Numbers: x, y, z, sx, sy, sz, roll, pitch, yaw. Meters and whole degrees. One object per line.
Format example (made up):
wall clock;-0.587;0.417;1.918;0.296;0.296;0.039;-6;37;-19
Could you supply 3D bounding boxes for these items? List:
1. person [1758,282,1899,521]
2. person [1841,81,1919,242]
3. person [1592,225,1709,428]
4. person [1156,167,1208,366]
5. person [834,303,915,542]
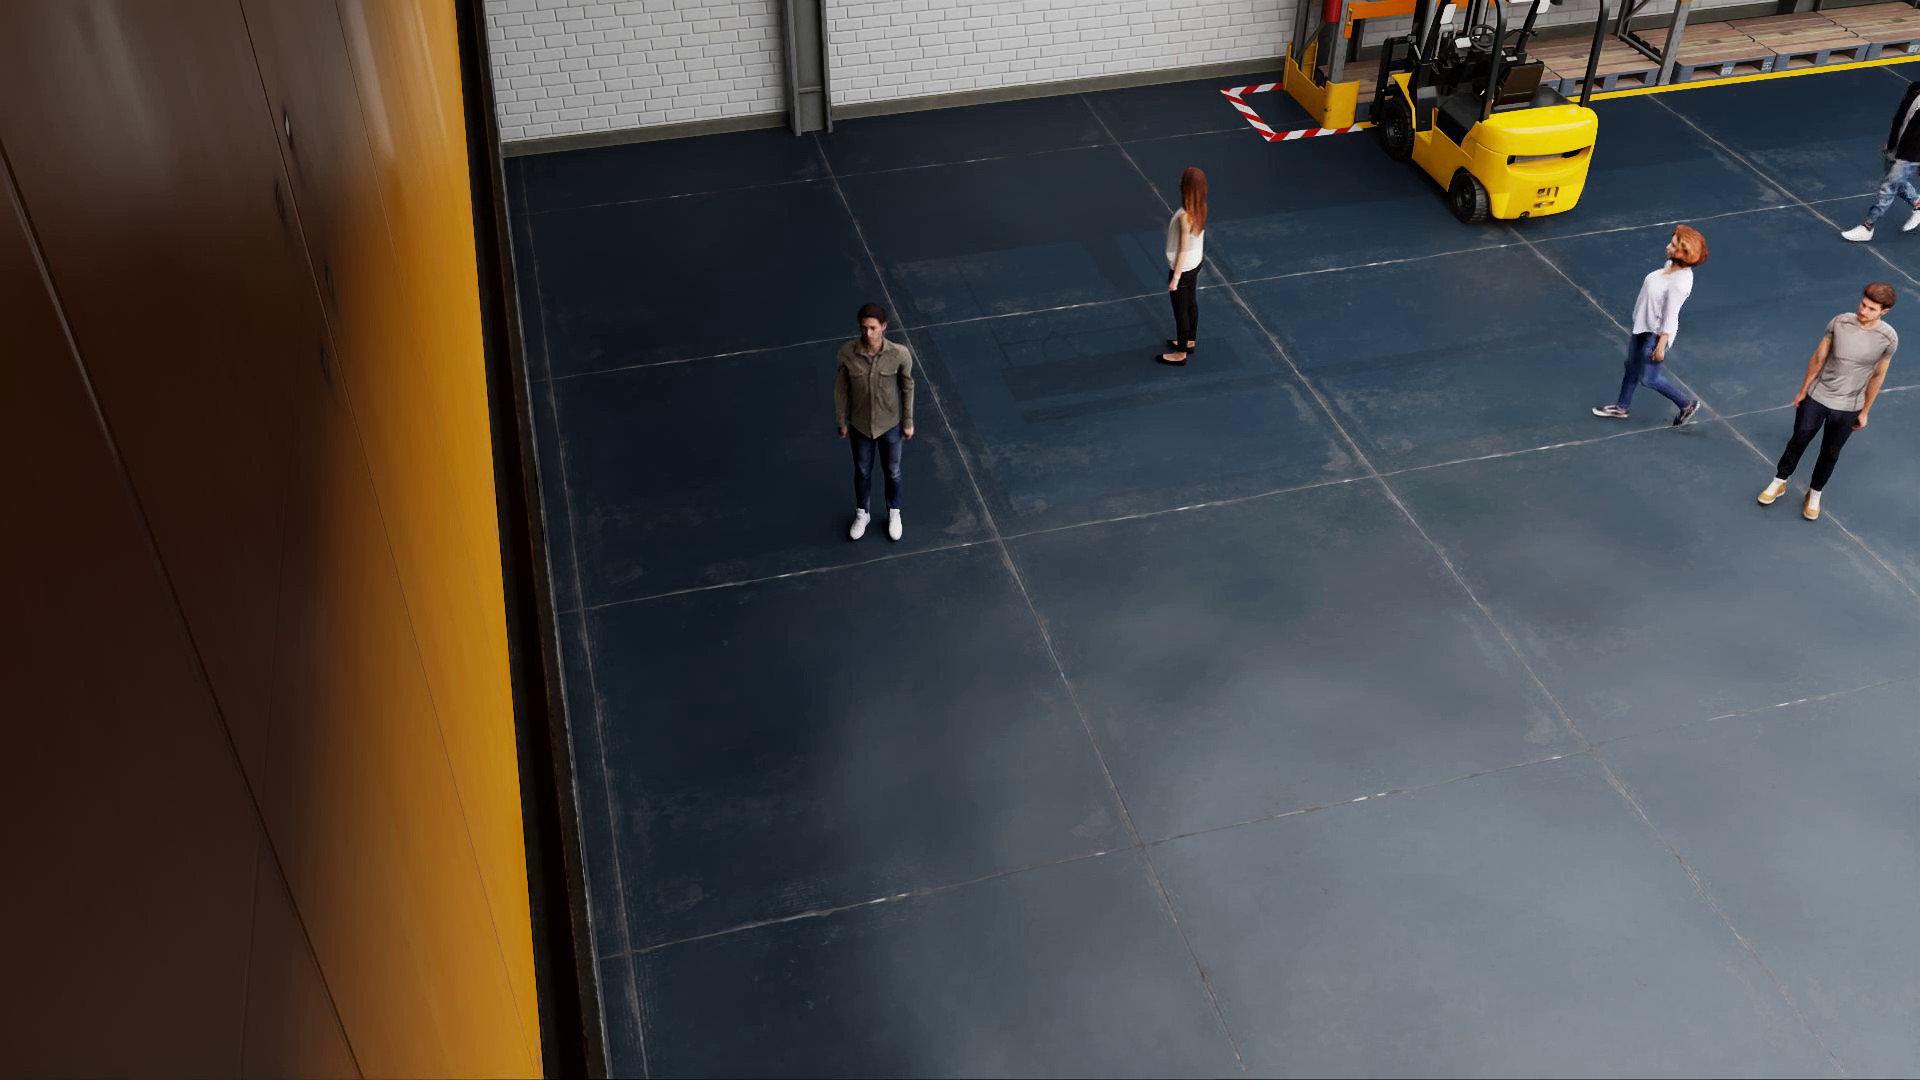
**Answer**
person;6.227;-1.018;11.829;0.736;1.891;0.771;25;45;28
person;8.705;-3.557;15.092;1.153;1.786;0.805;-4;39;-5
person;5.419;-1.594;12.712;1.077;1.690;0.904;8;39;9
person;1.832;-2.212;13.460;0.697;1.722;0.651;17;42;20
person;-0.583;-0.834;11.620;0.641;1.864;0.834;2;39;3
